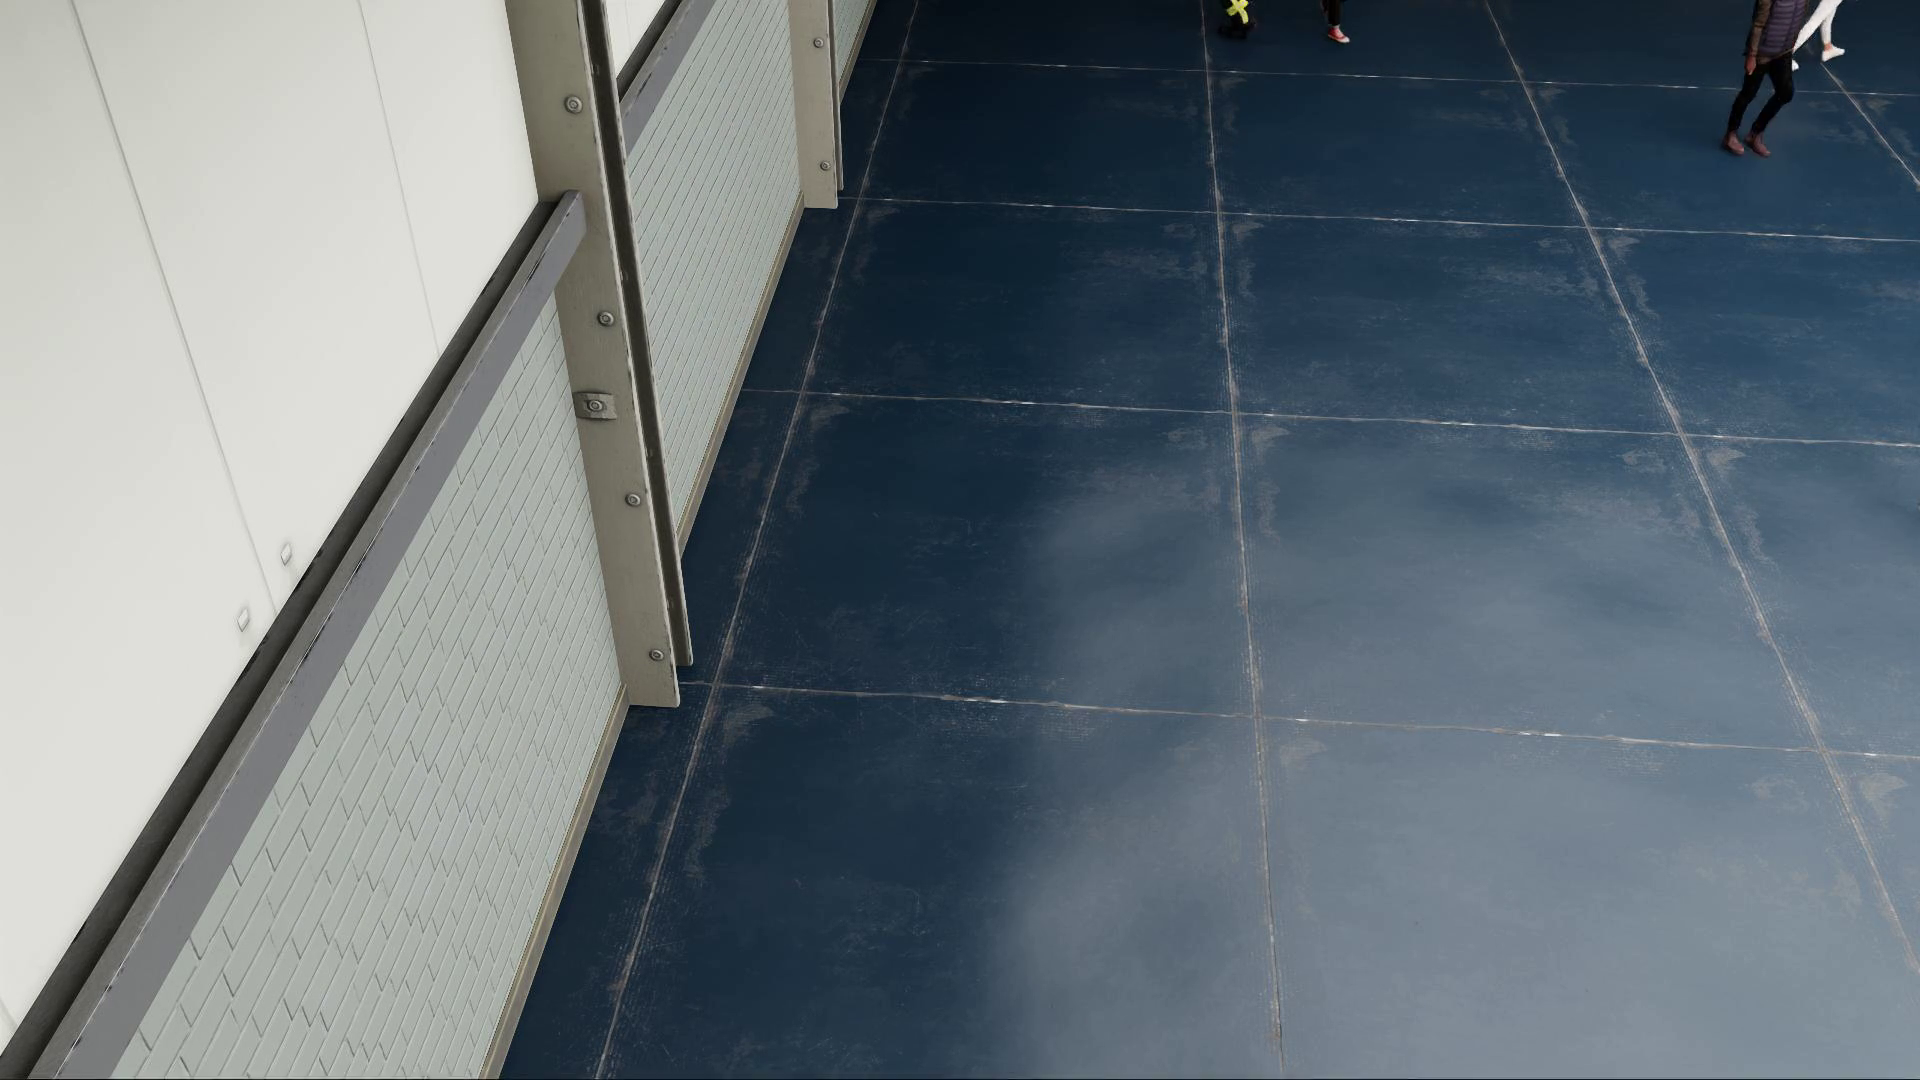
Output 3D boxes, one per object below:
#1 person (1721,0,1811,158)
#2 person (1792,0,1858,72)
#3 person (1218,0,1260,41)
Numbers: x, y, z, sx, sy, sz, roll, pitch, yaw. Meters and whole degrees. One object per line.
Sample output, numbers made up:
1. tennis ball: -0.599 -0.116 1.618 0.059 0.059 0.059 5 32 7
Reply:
1. person: 6.853 -4.195 14.197 0.847 1.822 0.836 -12 40 -15
2. person: 8.140 -5.209 15.627 1.028 1.659 1.160 -14 40 -17
3. person: 2.862 -5.782 16.241 0.991 1.805 0.922 17 41 21
